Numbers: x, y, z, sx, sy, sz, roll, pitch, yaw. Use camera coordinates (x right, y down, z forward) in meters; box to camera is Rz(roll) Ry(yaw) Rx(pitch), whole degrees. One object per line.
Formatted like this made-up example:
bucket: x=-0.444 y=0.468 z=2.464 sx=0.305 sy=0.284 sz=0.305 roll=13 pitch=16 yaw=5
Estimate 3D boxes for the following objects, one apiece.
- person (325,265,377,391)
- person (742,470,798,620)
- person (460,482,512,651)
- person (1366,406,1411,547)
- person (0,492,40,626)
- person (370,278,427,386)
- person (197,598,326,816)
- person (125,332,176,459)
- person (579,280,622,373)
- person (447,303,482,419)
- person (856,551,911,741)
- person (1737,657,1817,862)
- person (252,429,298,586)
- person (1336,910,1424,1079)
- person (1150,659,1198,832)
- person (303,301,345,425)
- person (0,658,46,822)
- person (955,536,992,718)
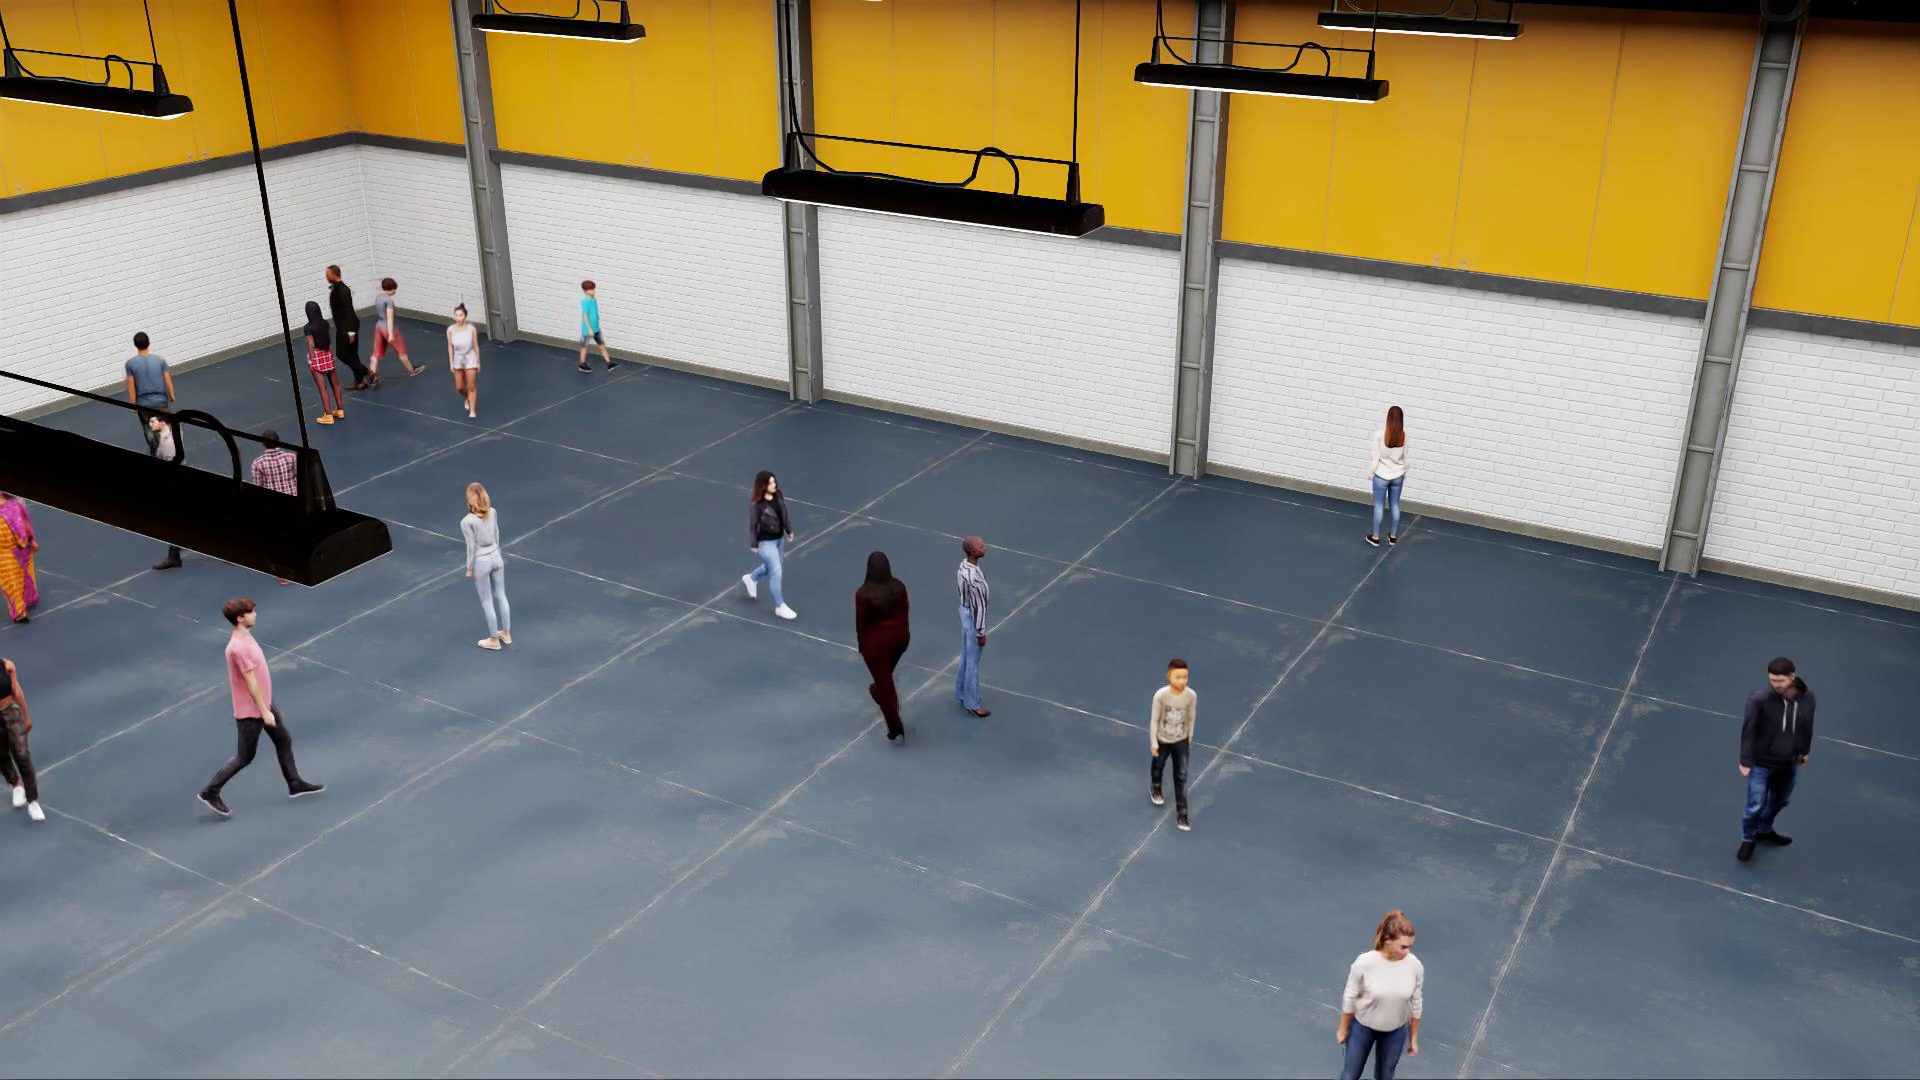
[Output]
person: x=-8.878 y=-3.097 z=24.320 sx=0.948 sy=1.890 sz=0.874 roll=-11 pitch=26 yaw=-24
person: x=-2.054 y=0.013 z=17.553 sx=1.035 sy=1.610 sz=0.688 roll=15 pitch=28 yaw=31
person: x=-4.773 y=0.254 z=16.770 sx=0.517 sy=1.796 sz=0.598 roll=15 pitch=28 yaw=31
person: x=4.949 y=-0.745 z=19.185 sx=0.671 sy=1.691 sz=0.766 roll=-2 pitch=24 yaw=-4
person: x=-10.007 y=-0.001 z=17.515 sx=0.920 sy=1.666 sz=1.226 roll=-18 pitch=29 yaw=-35
person: x=-8.522 y=-3.034 z=24.558 sx=1.104 sy=1.581 sz=0.880 roll=16 pitch=28 yaw=32
person: x=-6.018 y=1.426 z=13.929 sx=1.241 sy=1.924 sz=1.176 roll=-6 pitch=24 yaw=-13
person: x=-10.368 y=-1.752 z=21.363 sx=0.873 sy=1.793 sz=0.948 roll=-12 pitch=26 yaw=-26
person: x=-5.653 y=-3.218 z=25.187 sx=0.903 sy=1.416 sz=0.519 roll=13 pitch=27 yaw=27
person: x=-6.952 y=-2.533 z=23.387 sx=0.739 sy=1.603 sz=0.797 roll=-4 pitch=24 yaw=-9
person: x=-0.630 y=1.023 z=15.184 sx=1.074 sy=1.658 sz=1.312 roll=-15 pitch=28 yaw=-30
person: x=6.533 y=1.739 z=13.307 sx=0.888 sy=1.849 sz=1.027 roll=-5 pitch=24 yaw=-12
person: x=-7.428 y=-0.373 z=18.255 sx=0.768 sy=1.756 sz=0.761 roll=-13 pitch=27 yaw=-27
person: x=2.592 y=3.061 z=10.444 sx=0.688 sy=1.719 sz=0.846 roll=4 pitch=24 yaw=8
person: x=1.758 y=1.650 z=14.033 sx=0.990 sy=1.429 sz=0.951 roll=-2 pitch=24 yaw=-4
person: x=-8.868 y=-2.480 z=23.110 sx=0.627 sy=1.727 sz=0.637 roll=9 pitch=25 yaw=20
person: x=-8.101 y=1.510 z=14.049 sx=0.859 sy=1.674 sz=1.020 roll=-14 pitch=27 yaw=-28
person: x=0.113 y=0.787 z=15.550 sx=0.745 sy=1.796 sz=0.688 roll=-6 pitch=24 yaw=-13
